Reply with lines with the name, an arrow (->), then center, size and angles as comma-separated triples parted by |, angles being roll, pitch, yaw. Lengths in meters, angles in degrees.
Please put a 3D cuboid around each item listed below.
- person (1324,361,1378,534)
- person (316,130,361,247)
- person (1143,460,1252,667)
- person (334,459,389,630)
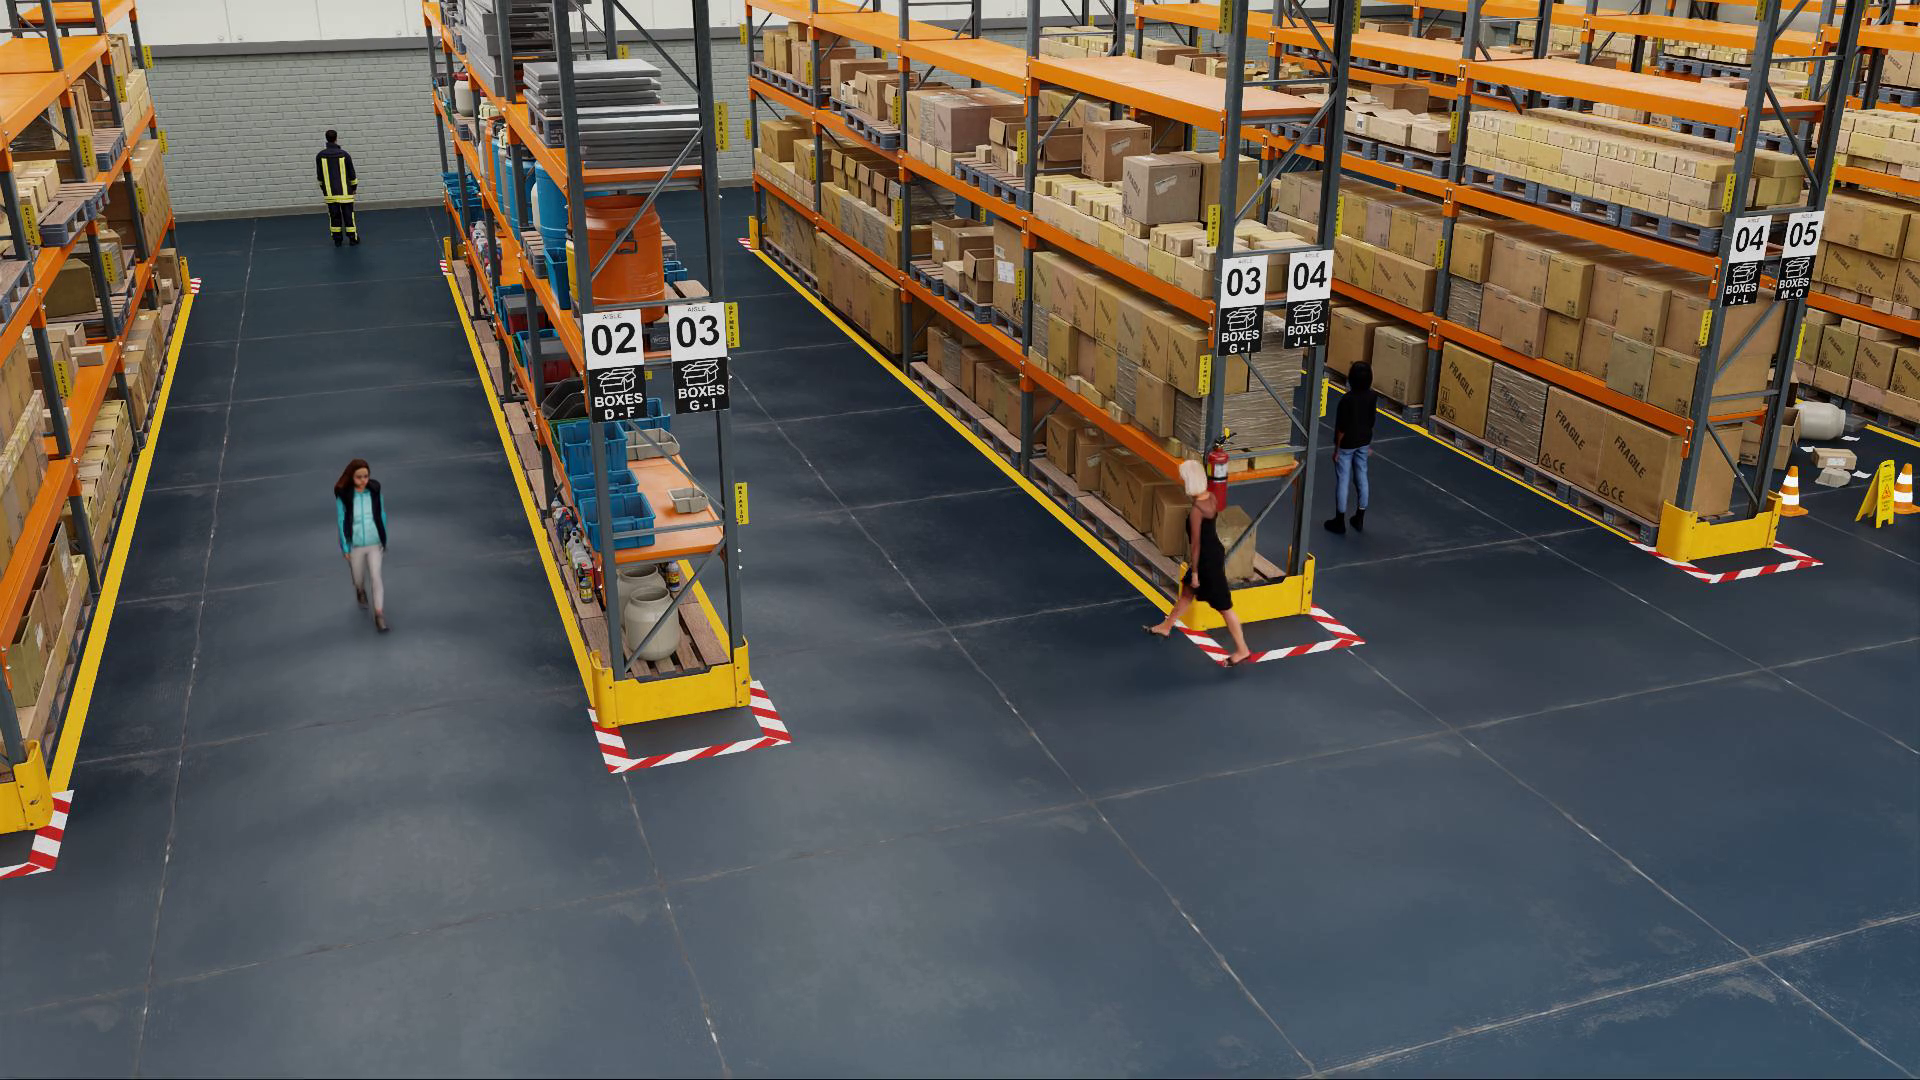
person -> 3.779, -0.899, 15.999 | 0.562, 1.701, 0.521 | -8, 24, -19
person -> -10.487, -5.941, 28.027 | 0.825, 1.927, 0.707 | -5, 23, -11
person -> 2.058, 0.236, 13.289 | 1.165, 1.652, 1.135 | 8, 23, 18
person -> -5.069, 0.000, 14.089 | 0.645, 1.484, 0.907 | -12, 25, -27
